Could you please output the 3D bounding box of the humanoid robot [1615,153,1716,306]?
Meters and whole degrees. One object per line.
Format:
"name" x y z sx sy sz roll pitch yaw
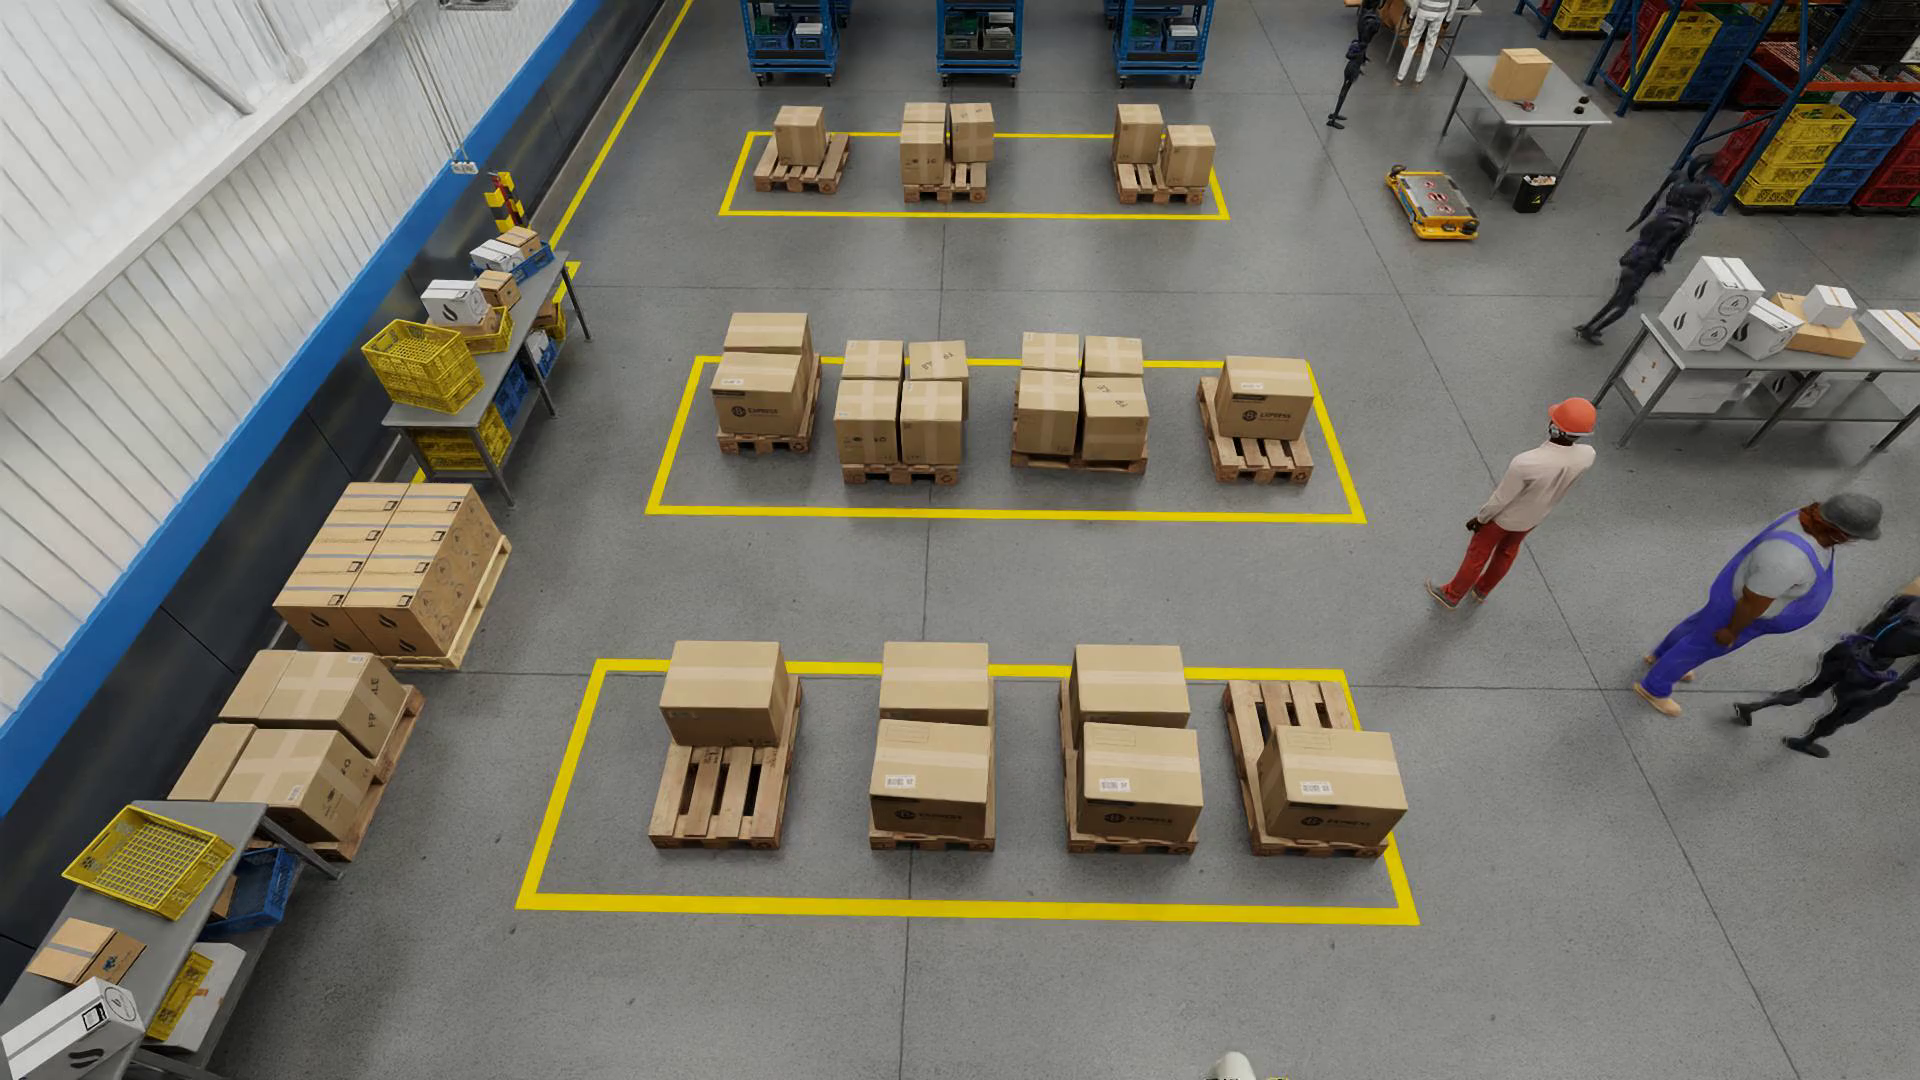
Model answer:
"humanoid robot" 7.118 -3.142 9.317 0.366 1.653 0.637 -8 50 -7

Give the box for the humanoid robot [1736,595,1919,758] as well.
"humanoid robot" 5.772 0.826 5.890 0.577 1.640 0.606 9 50 8

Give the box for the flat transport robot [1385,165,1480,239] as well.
"flat transport robot" 5.692 -4.094 11.059 0.652 0.197 1.431 1 49 1

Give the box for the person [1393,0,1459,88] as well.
"person" 6.585 -7.338 12.818 0.582 1.879 0.338 13 50 11

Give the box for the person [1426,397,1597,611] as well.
"person" 3.974 -0.212 6.576 0.621 1.993 0.379 -10 50 -9

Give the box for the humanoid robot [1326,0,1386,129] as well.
"humanoid robot" 5.252 -6.336 12.076 0.330 1.657 0.601 19 52 16

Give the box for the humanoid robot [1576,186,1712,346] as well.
"humanoid robot" 6.641 -2.653 8.912 0.494 1.631 0.637 29 55 23

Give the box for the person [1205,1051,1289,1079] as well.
"person" 1.232 2.730 4.186 0.339 1.757 0.539 0 49 0

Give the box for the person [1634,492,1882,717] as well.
"person" 5.211 0.421 5.998 0.537 2.000 0.687 34 57 26
